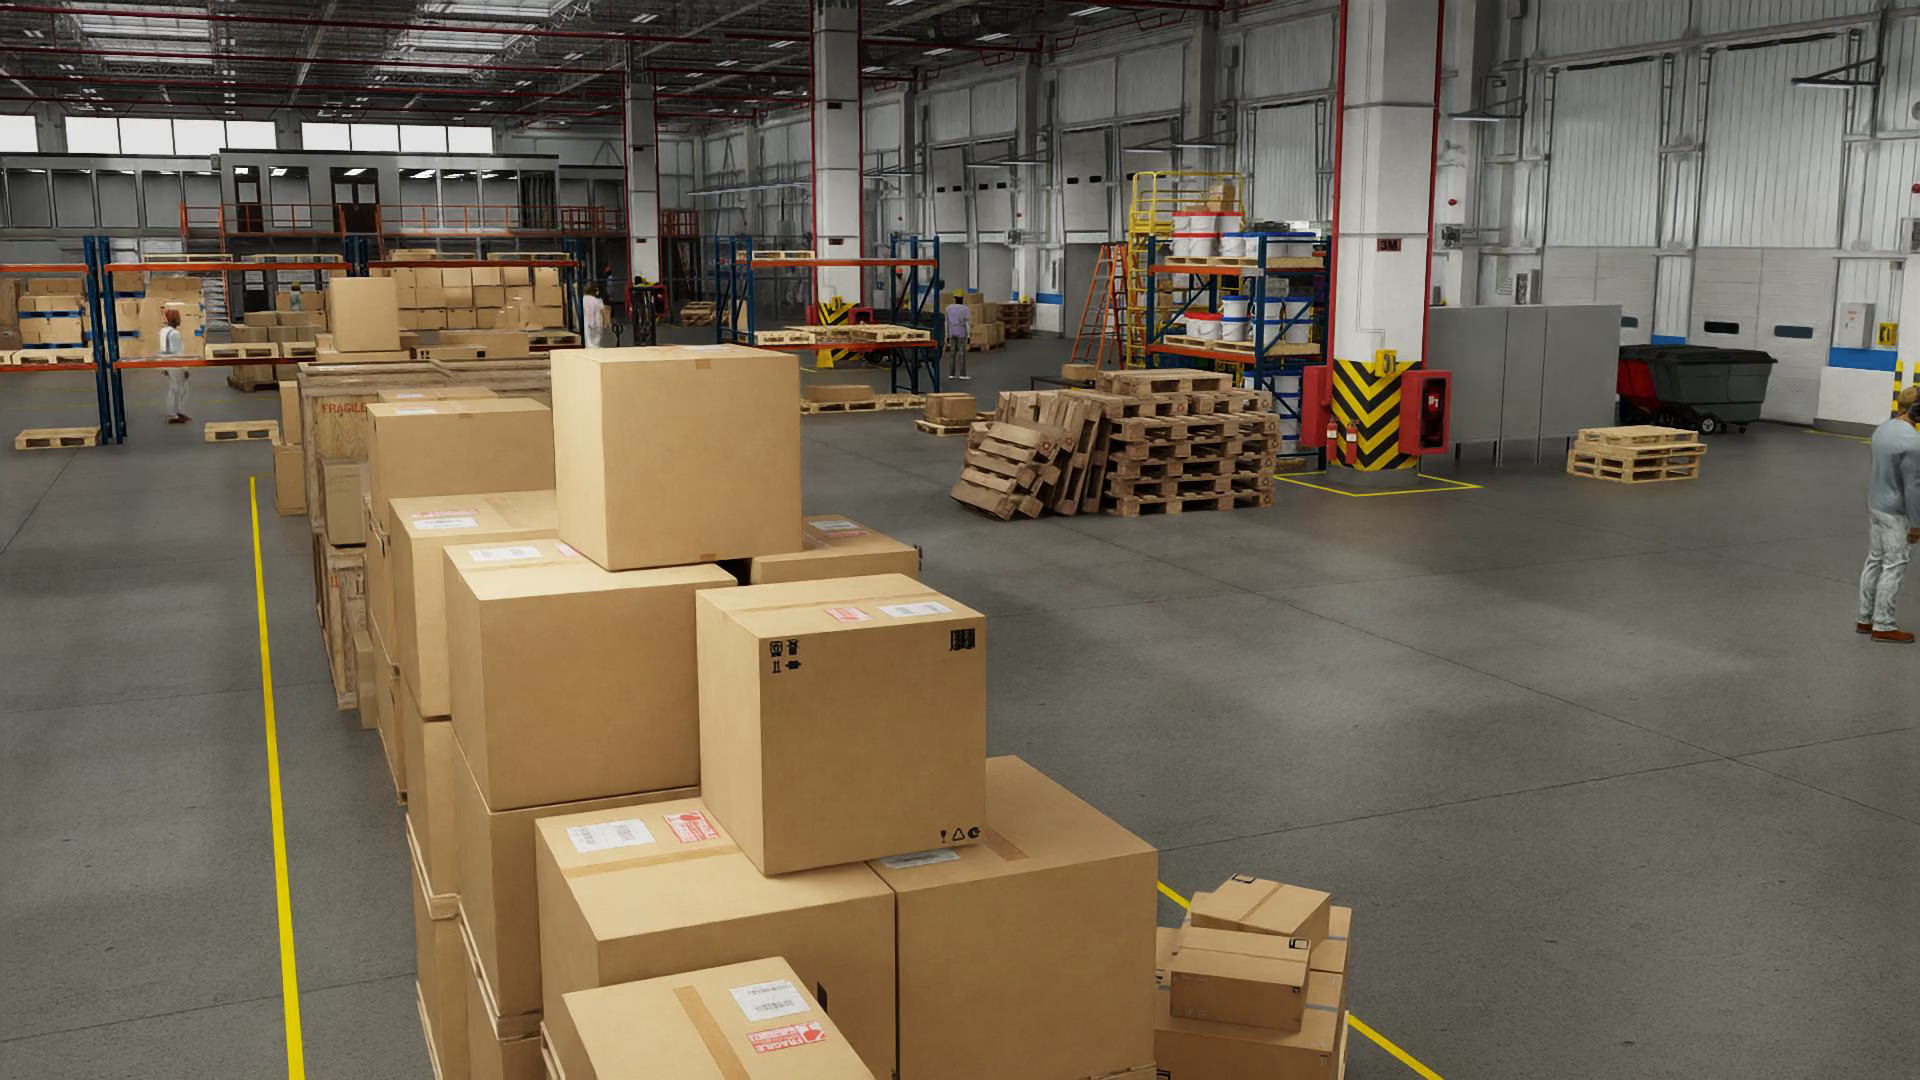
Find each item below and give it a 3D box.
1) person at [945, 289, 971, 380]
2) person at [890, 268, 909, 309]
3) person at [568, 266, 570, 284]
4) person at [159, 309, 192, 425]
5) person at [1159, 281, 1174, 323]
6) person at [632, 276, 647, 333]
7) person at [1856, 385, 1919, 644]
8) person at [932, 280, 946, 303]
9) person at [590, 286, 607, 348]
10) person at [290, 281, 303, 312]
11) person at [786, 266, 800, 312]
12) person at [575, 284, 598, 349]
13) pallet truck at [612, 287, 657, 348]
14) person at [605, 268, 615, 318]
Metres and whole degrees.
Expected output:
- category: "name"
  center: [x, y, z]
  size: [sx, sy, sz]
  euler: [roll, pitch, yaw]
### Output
- category: "person"
  center: [-0.031, -4.376, 35.430]
  size: [0.595, 1.925, 0.375]
  euler: [6, 12, 29]
- category: "person"
  center: [-2.061, -8.401, 57.529]
  size: [0.647, 1.950, 0.962]
  euler: [-2, 11, -12]
- category: "person"
  center: [-16.835, -10.959, 71.893]
  size: [0.498, 1.873, 0.661]
  euler: [-10, 14, -43]
- category: "person"
  center: [-12.623, -2.794, 26.880]
  size: [0.570, 1.864, 0.606]
  euler: [-10, 14, -44]
- category: "person"
  center: [5.266, -5.609, 42.233]
  size: [0.381, 1.922, 0.594]
  euler: [4, 11, 22]
- category: "person"
  center: [-9.996, -7.313, 51.904]
  size: [0.431, 1.835, 0.622]
  euler: [3, 11, 17]
- category: "person"
  center: [6.964, -0.189, 12.367]
  size: [0.380, 1.929, 0.634]
  euler: [0, 10, 2]
- category: "person"
  center: [-0.539, -6.771, 49.016]
  size: [0.949, 1.792, 0.644]
  euler: [6, 12, 28]
- category: "person"
  center: [-9.017, -5.351, 41.051]
  size: [0.526, 1.845, 0.785]
  euler: [4, 11, 23]
- category: "person"
  center: [-19.439, -6.709, 48.797]
  size: [0.487, 1.744, 0.312]
  euler: [7, 12, 33]
- category: "person"
  center: [-6.813, -10.297, 68.055]
  size: [0.615, 1.927, 0.439]
  euler: [-5, 11, -24]
- category: "person"
  center: [-8.888, -5.153, 39.758]
  size: [0.779, 1.918, 0.633]
  euler: [10, 14, 43]
- category: "pallet truck"
  center: [-6.464, -4.406, 35.401]
  size: [0.823, 1.965, 1.885]
  euler: [6, 12, 32]
- category: "person"
  center: [-13.275, -9.392, 63.069]
  size: [0.366, 1.931, 0.542]
  euler: [-2, 10, -9]
